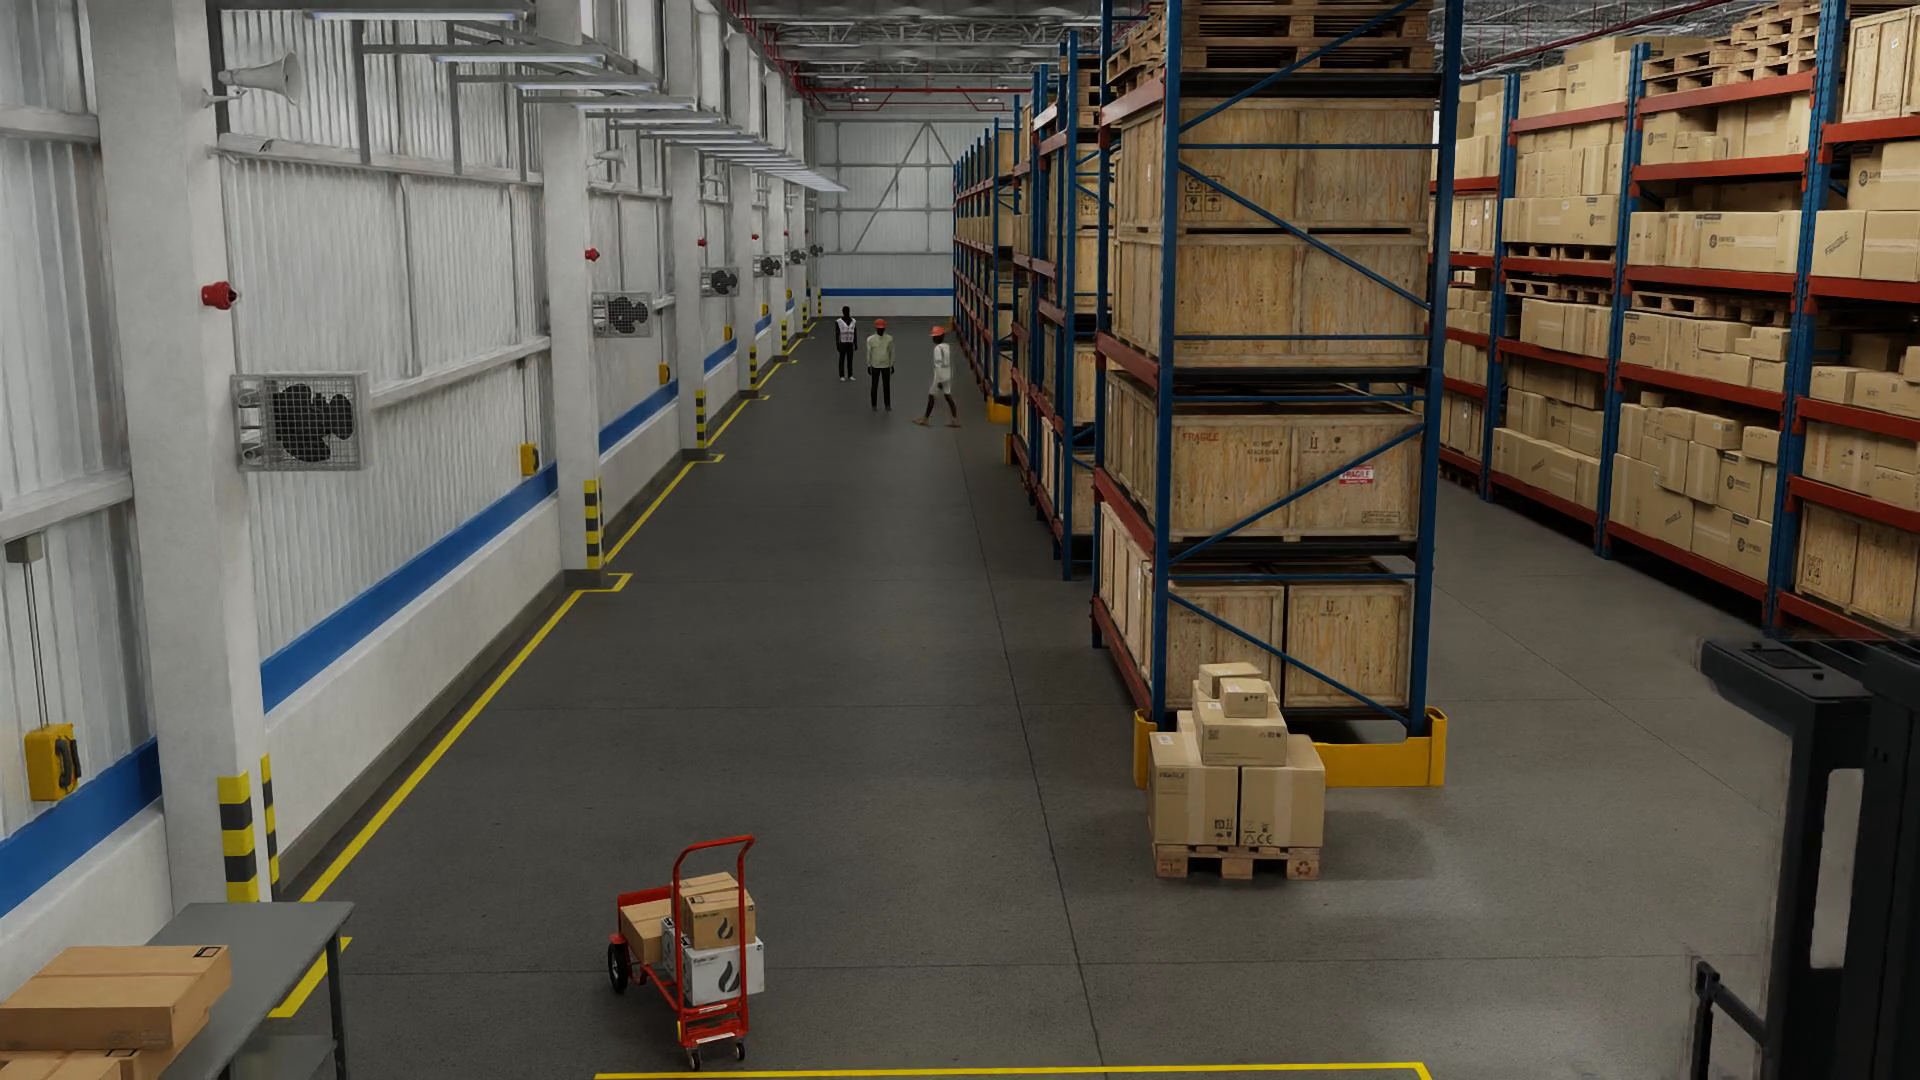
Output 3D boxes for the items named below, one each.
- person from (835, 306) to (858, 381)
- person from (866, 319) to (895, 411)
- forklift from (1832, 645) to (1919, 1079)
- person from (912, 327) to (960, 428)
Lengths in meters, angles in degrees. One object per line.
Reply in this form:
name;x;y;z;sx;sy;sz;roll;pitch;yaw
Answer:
person;-2.907;-5.013;42.468;0.586;1.913;0.398;-7;13;-31
person;-1.706;-3.749;35.694;0.619;1.986;0.410;-3;11;-15
forklift;3.145;1.697;5.020;1.129;2.768;1.873;0;11;-2
person;-0.432;-3.213;32.888;0.965;1.995;0.622;5;12;26
